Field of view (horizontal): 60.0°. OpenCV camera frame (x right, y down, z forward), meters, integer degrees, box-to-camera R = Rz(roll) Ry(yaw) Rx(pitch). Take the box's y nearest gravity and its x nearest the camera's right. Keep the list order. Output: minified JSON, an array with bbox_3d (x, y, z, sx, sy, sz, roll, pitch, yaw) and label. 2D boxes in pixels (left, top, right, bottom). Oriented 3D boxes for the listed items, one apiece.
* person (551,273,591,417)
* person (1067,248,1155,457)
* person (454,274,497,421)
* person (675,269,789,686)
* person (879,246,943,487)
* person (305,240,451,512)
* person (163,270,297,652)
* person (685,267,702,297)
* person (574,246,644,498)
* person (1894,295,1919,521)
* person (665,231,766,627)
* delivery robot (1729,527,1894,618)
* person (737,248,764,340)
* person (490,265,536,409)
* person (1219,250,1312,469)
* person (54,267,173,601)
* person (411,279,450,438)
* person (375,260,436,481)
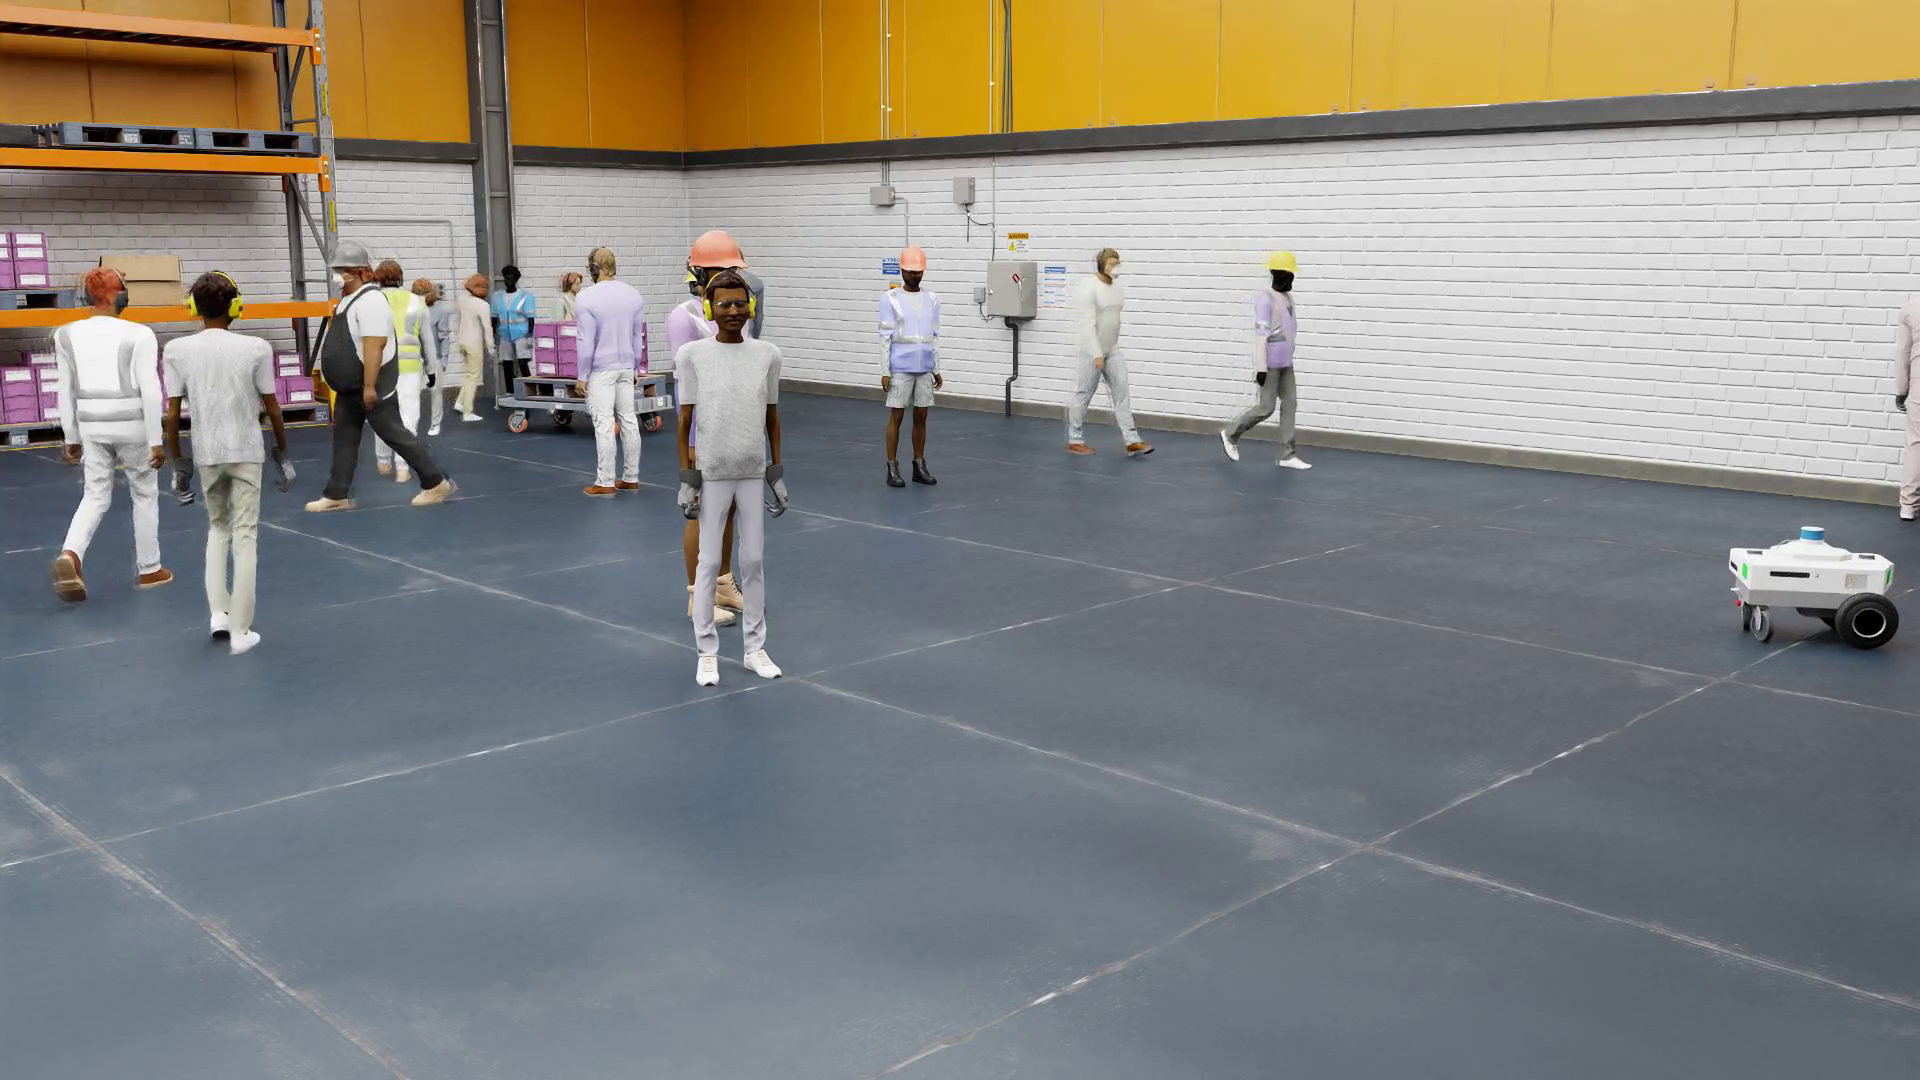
[{"bbox_3d":[-4.238,-2.149,18.453,0.825,1.599,0.526,2,11,12],"label":"person"},{"bbox_3d":[1.353,-1.682,15.102,0.955,1.898,0.642,10,14,44],"label":"person"},{"bbox_3d":[-5.289,-2.087,18.131,0.528,1.604,0.393,9,14,41],"label":"person"},{"bbox_3d":[-1.029,-0.281,7.540,0.513,1.872,0.328,-5,11,-24],"label":"person"},{"bbox_3d":[-0.382,-1.393,13.426,0.551,1.933,0.368,-6,12,-29],"label":"person"},{"bbox_3d":[-4.307,-1.233,12.265,1.002,2.000,0.692,-7,13,-34],"label":"person"},{"bbox_3d":[-3.554,-0.383,8.153,0.521,1.853,0.509,-1,10,-6],"label":"person"},{"bbox_3d":[-2.326,-1.609,15.066,0.533,1.768,0.310,10,14,43],"label":"person"},{"bbox_3d":[-2.720,-1.291,12.870,0.372,1.938,0.630,8,13,37],"label":"person"},{"bbox_3d":[6.922,-1.059,11.688,0.642,1.909,0.399,10,14,44],"label":"person"},{"bbox_3d":[-1.255,-0.581,8.706,0.379,2.044,0.607,5,11,25],"label":"person"},{"bbox_3d":[4.273,0.177,8.379,0.707,0.478,0.477,3,11,14],"label":"delivery robot"},{"bbox_3d":[-2.395,-2.159,17.694,0.649,1.902,0.557,-4,11,-20],"label":"person"},{"bbox_3d":[-5.199,-2.361,19.377,0.576,1.686,0.350,2,11,12],"label":"person"},{"bbox_3d":[2.700,-1.574,14.517,0.779,1.903,0.592,8,13,38],"label":"person"},{"bbox_3d":[-4.752,-0.587,9.266,0.585,1.858,0.836,0,10,1],"label":"person"},{"bbox_3d":[-5.343,-1.799,16.570,0.515,1.581,0.874,-1,10,-4],"label":"person"},{"bbox_3d":[-4.726,-1.424,13.934,0.664,1.810,0.844,-3,11,-15],"label":"person"}]
